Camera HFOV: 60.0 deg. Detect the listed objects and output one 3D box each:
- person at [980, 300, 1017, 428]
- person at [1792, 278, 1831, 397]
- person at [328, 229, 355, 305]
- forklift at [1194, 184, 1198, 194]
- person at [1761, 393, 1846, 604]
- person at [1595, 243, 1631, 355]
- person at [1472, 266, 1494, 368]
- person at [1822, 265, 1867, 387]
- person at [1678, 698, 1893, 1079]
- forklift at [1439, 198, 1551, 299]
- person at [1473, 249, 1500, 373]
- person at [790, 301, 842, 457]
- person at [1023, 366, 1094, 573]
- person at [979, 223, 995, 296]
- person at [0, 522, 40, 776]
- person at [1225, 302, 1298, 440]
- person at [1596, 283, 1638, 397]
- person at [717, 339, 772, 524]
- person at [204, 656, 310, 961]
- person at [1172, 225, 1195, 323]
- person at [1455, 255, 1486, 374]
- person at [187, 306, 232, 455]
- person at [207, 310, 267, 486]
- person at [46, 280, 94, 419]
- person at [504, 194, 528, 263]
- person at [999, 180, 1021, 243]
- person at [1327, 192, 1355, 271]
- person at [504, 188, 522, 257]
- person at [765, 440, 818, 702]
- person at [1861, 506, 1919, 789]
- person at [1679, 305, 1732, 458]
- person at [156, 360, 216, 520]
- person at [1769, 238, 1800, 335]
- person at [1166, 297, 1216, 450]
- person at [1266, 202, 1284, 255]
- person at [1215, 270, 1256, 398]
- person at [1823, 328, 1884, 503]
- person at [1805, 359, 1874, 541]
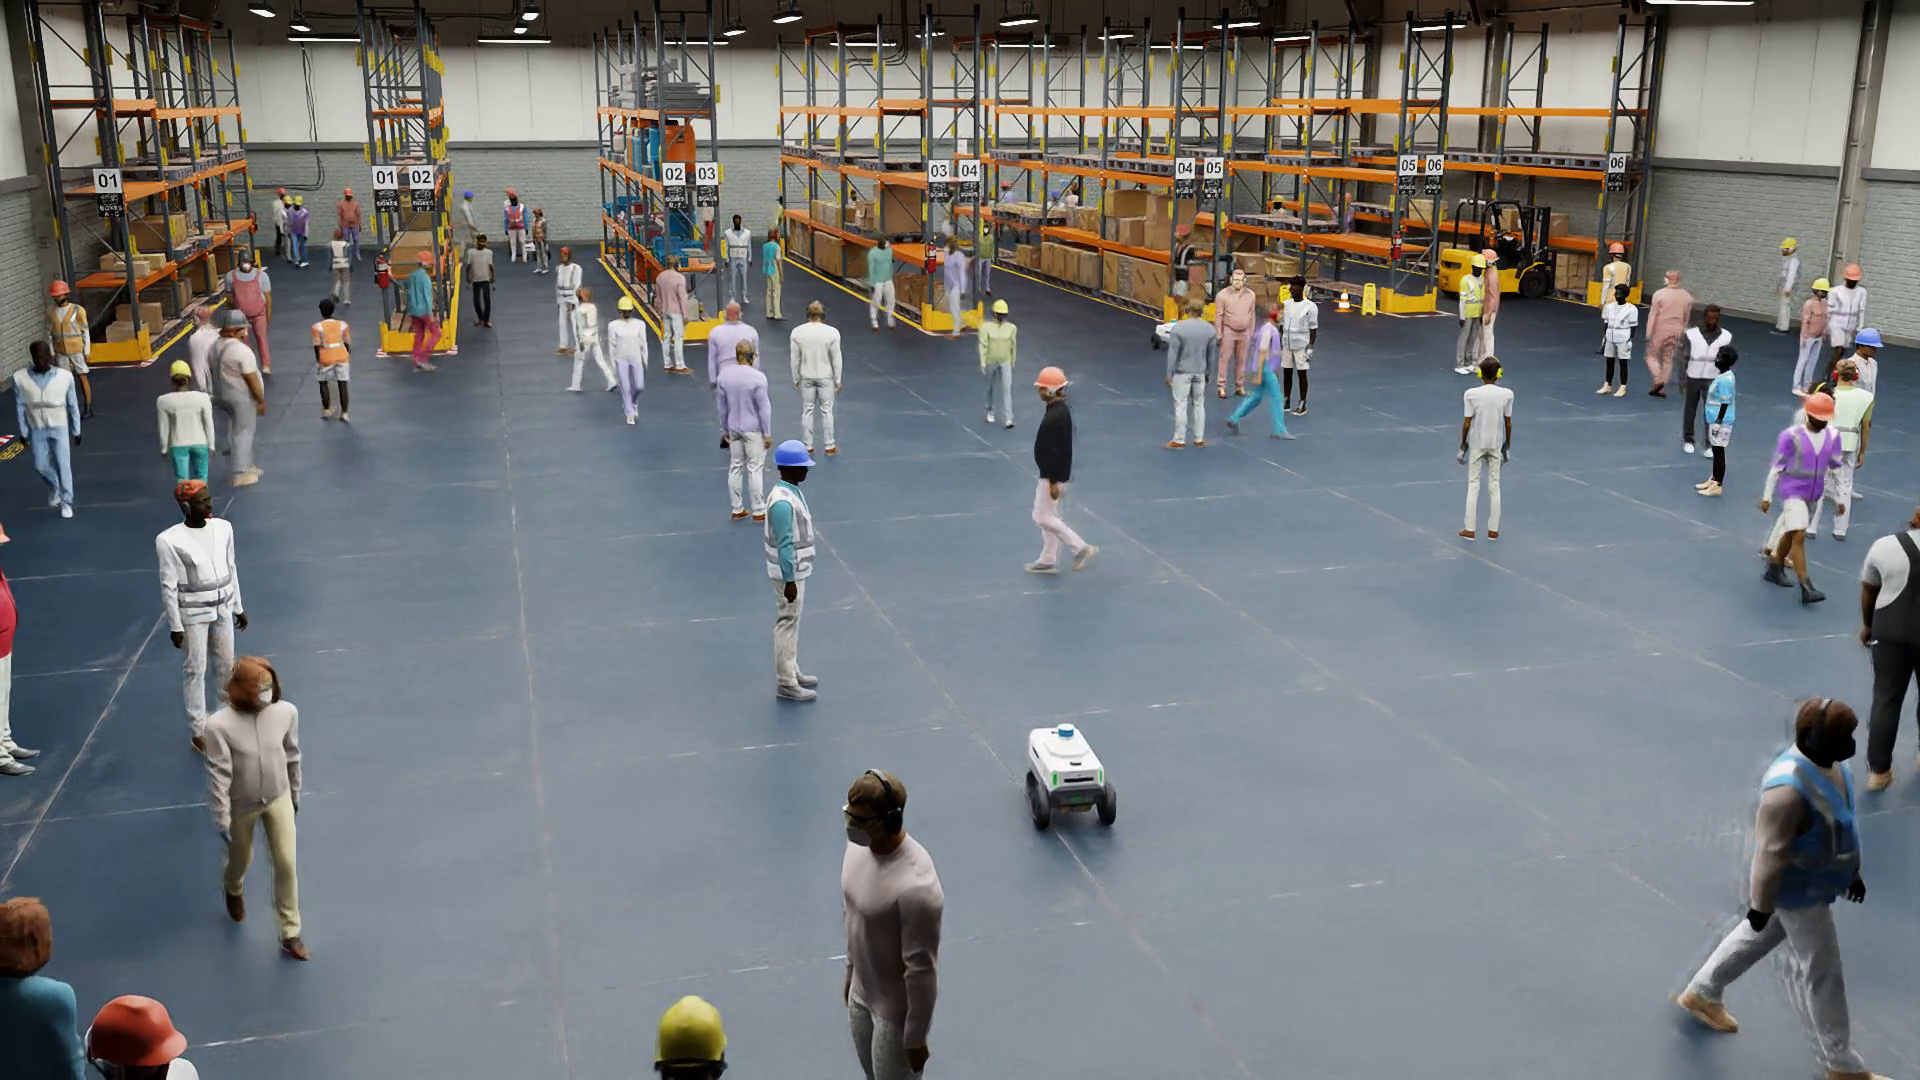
[{"bbox_3d":[0.520,-2.398,22.589,0.527,1.718,0.923,-2,15,-7],"label":"person"},{"bbox_3d":[12.767,-3.028,24.872,0.535,1.762,0.325,-9,17,-29],"label":"person"},{"bbox_3d":[-13.345,-5.896,35.912,0.546,1.623,0.375,0,15,1],"label":"person"},{"bbox_3d":[7.392,-11.333,53.972,1.873,2.768,1.129,-4,15,-15],"label":"forklift"},{"bbox_3d":[7.526,-0.399,14.776,0.618,1.866,1.016,-2,15,-9],"label":"person"},{"bbox_3d":[11.319,-4.174,28.857,0.547,1.930,0.384,-5,16,-18],"label":"person"},{"bbox_3d":[8.629,-3.673,27.423,0.469,1.701,0.584,-3,15,-10],"label":"person"},{"bbox_3d":[13.610,-3.320,25.711,0.547,1.901,0.795,0,15,0],"label":"person"},{"bbox_3d":[3.822,1.553,7.586,0.991,1.798,0.625,12,19,38],"label":"person"},{"bbox_3d":[11.913,-6.508,37.130,2.313,2.155,1.214,-4,15,-15],"label":"forklift"},{"bbox_3d":[8.545,-3.719,27.018,0.387,1.996,0.611,2,15,8],"label":"person"},{"bbox_3d":[-1.780,-1.996,20.654,0.649,1.936,0.378,2,15,7],"label":"person"},{"bbox_3d":[0.916,-0.625,15.411,0.589,1.977,0.619,4,15,14],"label":"person"},{"bbox_3d":[0.545,-6.339,37.566,0.502,1.636,0.280,-6,16,-21],"label":"person"},{"bbox_3d":[-6.341,0.677,10.948,0.339,1.747,0.564,-5,16,-19],"label":"person"},{"bbox_3d":[3.955,-2.218,21.751,0.922,1.806,0.575,4,15,15],"label":"person"},{"bbox_3d":[9.821,-2.982,24.812,0.319,1.698,0.539,-9,17,-30],"label":"person"},{"bbox_3d":[-2.233,-1.132,17.405,0.627,1.934,0.371,8,17,28],"label":"person"},{"bbox_3d":[-3.691,1.349,8.695,0.505,1.601,0.768,-13,20,-40],"label":"person"},{"bbox_3d":[4.341,-5.054,32.004,0.674,2.022,0.625,-5,16,-19],"label":"person"},{"bbox_3d":[8.299,-3.653,26.914,0.590,1.920,0.388,-11,18,-36],"label":"person"},{"bbox_3d":[-9.399,-1.969,20.680,0.965,1.856,0.678,5,16,17],"label":"person"},{"bbox_3d":[-8.259,-1.661,19.189,0.704,2.000,0.676,11,18,34],"label":"person"},{"bbox_3d":[-12.334,-2.624,23.015,0.552,1.932,0.377,0,15,-1],"label":"person"},{"bbox_3d":[-12.030,-8.441,45.110,0.630,1.835,0.429,-1,15,-5],"label":"person"},{"bbox_3d":[1.474,-10.132,51.338,0.899,1.910,0.556,13,20,40],"label":"person"},{"bbox_3d":[9.884,-7.978,43.016,0.617,2.018,0.621,-7,16,-24],"label":"person"},{"bbox_3d":[-12.520,-8.905,46.685,0.427,1.913,0.609,8,17,29],"label":"person"},{"bbox_3d":[-1.242,0.215,12.303,0.393,1.946,0.617,0,15,-1],"label":"person"},{"bbox_3d":[6.239,0.565,10.811,0.704,2.000,0.997,11,19,37],"label":"person"},{"bbox_3d":[9.225,-1.958,20.613,0.598,1.882,0.923,3,15,11],"label":"person"},{"bbox_3d":[-7.956,-0.974,17.152,0.523,1.751,0.647,-7,16,-24],"label":"person"},{"bbox_3d":[15.562,-4.781,31.350,0.415,1.819,0.675,3,15,11],"label":"person"},{"bbox_3d":[2.919,-2.095,21.047,0.643,1.929,0.367,-5,16,-19],"label":"person"},{"bbox_3d":[8.595,-8.433,45.319,0.490,1.697,0.863,-5,16,-19],"label":"person"},{"bbox_3d":[4.100,-3.060,24.715,0.651,1.903,0.404,-4,15,-15],"label":"person"},{"bbox_3d":[9.829,-1.366,18.284,0.601,1.940,0.413,-10,18,-34],"label":"person"},{"bbox_3d":[8.794,-0.894,16.698,0.562,1.838,0.388,5,16,17],"label":"person"}]
